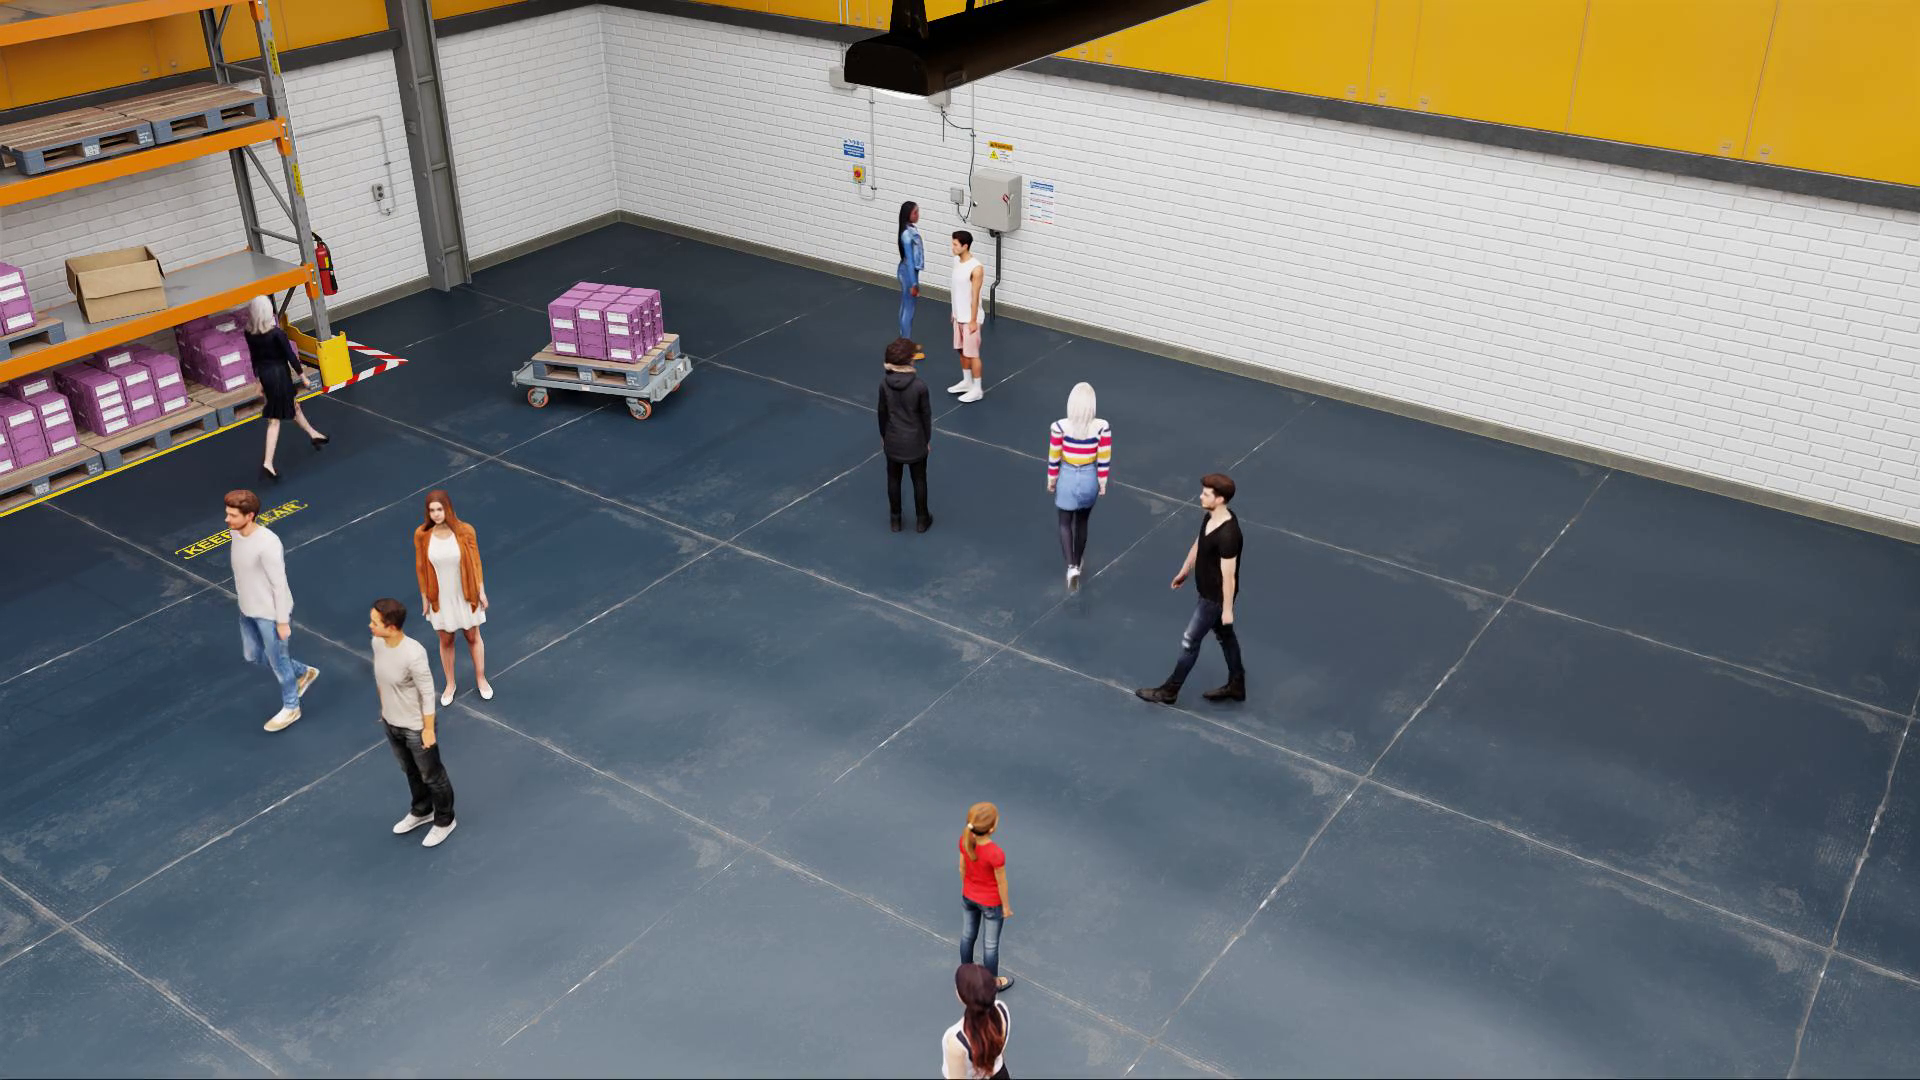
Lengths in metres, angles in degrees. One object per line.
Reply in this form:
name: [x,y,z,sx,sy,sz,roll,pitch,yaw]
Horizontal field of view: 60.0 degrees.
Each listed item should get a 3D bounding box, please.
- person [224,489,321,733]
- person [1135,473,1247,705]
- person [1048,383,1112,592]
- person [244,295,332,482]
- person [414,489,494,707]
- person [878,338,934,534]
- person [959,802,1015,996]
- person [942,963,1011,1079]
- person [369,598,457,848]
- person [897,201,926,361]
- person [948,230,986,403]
person: [-4.857,0.453,11.803,0.685,1.893,0.754,19,34,31]
person: [1.928,0.389,11.955,1.075,1.859,1.113,1,29,2]
person: [0.955,-0.410,13.491,0.967,1.791,1.090,1,29,1]
person: [-6.332,-1.361,15.339,0.780,1.690,1.261,11,30,19]
person: [-3.690,0.390,12.096,0.703,1.722,0.776,-7,29,-12]
person: [-0.467,-0.886,14.378,0.711,1.778,0.724,5,29,9]
person: [0.125,2.042,9.497,0.490,1.311,0.498,21,35,33]
person: [0.093,2.690,7.960,0.614,1.646,0.482,21,35,34]
person: [-3.506,1.133,10.643,0.633,1.810,0.527,19,34,31]
person: [-0.558,-2.830,18.009,0.739,1.712,0.649,-1,29,-2]
person: [0.096,-2.296,16.962,0.735,1.778,0.739,-15,32,-25]
